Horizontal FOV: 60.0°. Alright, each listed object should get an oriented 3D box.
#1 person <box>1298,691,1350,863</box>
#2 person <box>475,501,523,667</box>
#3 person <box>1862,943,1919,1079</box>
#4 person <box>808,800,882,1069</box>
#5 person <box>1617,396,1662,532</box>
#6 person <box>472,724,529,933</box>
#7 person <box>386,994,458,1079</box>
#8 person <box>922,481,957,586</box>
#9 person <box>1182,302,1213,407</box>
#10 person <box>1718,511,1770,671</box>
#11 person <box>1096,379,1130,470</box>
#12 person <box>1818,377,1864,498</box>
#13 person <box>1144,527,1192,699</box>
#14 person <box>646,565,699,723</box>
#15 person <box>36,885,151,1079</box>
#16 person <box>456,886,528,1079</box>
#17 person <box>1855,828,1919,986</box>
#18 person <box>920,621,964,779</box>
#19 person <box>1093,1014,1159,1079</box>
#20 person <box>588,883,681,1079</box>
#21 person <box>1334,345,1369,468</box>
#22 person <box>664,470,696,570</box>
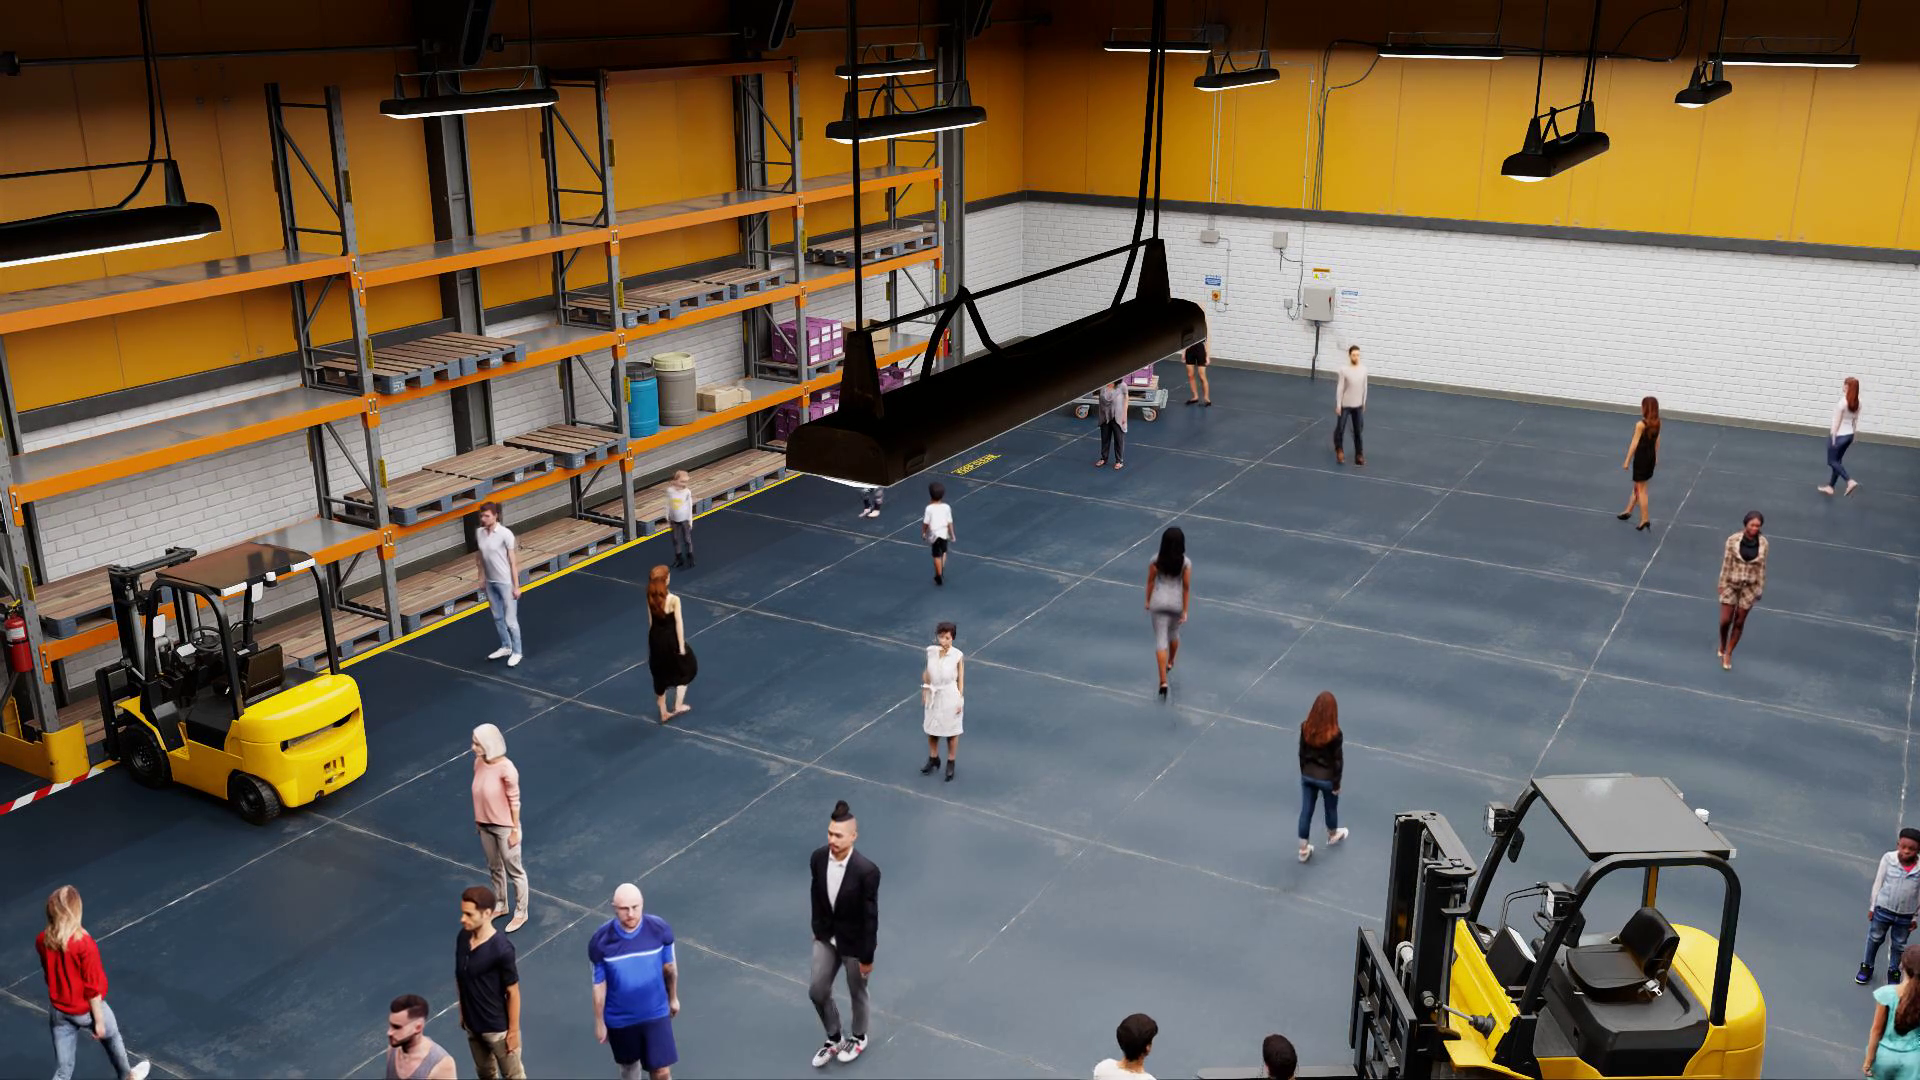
[{"bbox_3d":[2.946,1.983,13.781,0.624,1.461,0.841,13,22,33],"label":"person"},{"bbox_3d":[-4.877,0.447,17.757,0.720,1.834,0.680,11,21,29],"label":"person"},{"bbox_3d":[5.693,3.197,10.082,0.665,1.521,1.097,7,20,20],"label":"person"},{"bbox_3d":[-0.715,2.604,11.184,0.718,1.942,0.660,11,21,28],"label":"person"},{"bbox_3d":[9.107,-0.979,22.012,0.890,1.822,0.902,-9,21,-25],"label":"person"},{"bbox_3d":[-3.538,2.180,12.783,0.595,1.724,0.511,11,22,30],"label":"person"},{"bbox_3d":[-2.958,3.307,9.248,0.621,1.845,0.566,11,22,30],"label":"person"},{"bbox_3d":[-0.232,-0.063,20.207,0.775,1.237,0.823,-6,20,-18],"label":"person"},{"bbox_3d":[4.120,-3.199,28.648,0.794,1.794,0.664,12,22,32],"label":"person"},{"bbox_3d":[8.254,0.513,17.648,0.661,1.779,0.709,6,19,16],"label":"person"},{"bbox_3d":[2.310,-1.891,25.053,0.623,1.609,0.646,11,22,30],"label":"person"},{"bbox_3d":[12.513,-1.414,23.462,0.942,1.720,0.961,-7,20,-19],"label":"person"},{"bbox_3d":[2.112,0.765,16.976,0.923,1.730,1.182,2,19,5],"label":"person"},{"bbox_3d":[-2.935,1.044,16.330,0.627,1.614,0.663,8,20,22],"label":"person"},{"bbox_3d":[-5.570,3.018,10.401,0.895,1.657,1.251,3,19,10],"label":"person"},{"bbox_3d":[-2.889,2.958,10.264,0.627,1.858,0.519,11,22,30],"label":"person"},{"bbox_3d":[6.810,2.659,12.089,0.470,1.260,0.481,11,22,30],"label":"person"},{"bbox_3d":[-0.166,1.457,15.218,0.598,1.541,0.568,10,21,28],"label":"person"},{"bbox_3d":[0.910,3.417,9.148,0.765,1.700,1.033,16,24,39],"label":"person"},{"bbox_3d":[-2.032,2.926,10.434,1.062,1.810,1.128,-5,19,-13],"label":"person"},{"bbox_3d":[5.869,-2.043,25.156,1.059,1.831,1.161,-3,19,-9],"label":"person"},{"bbox_3d":[-3.514,-0.260,20.751,0.588,1.264,0.617,7,20,20],"label":"person"}]
